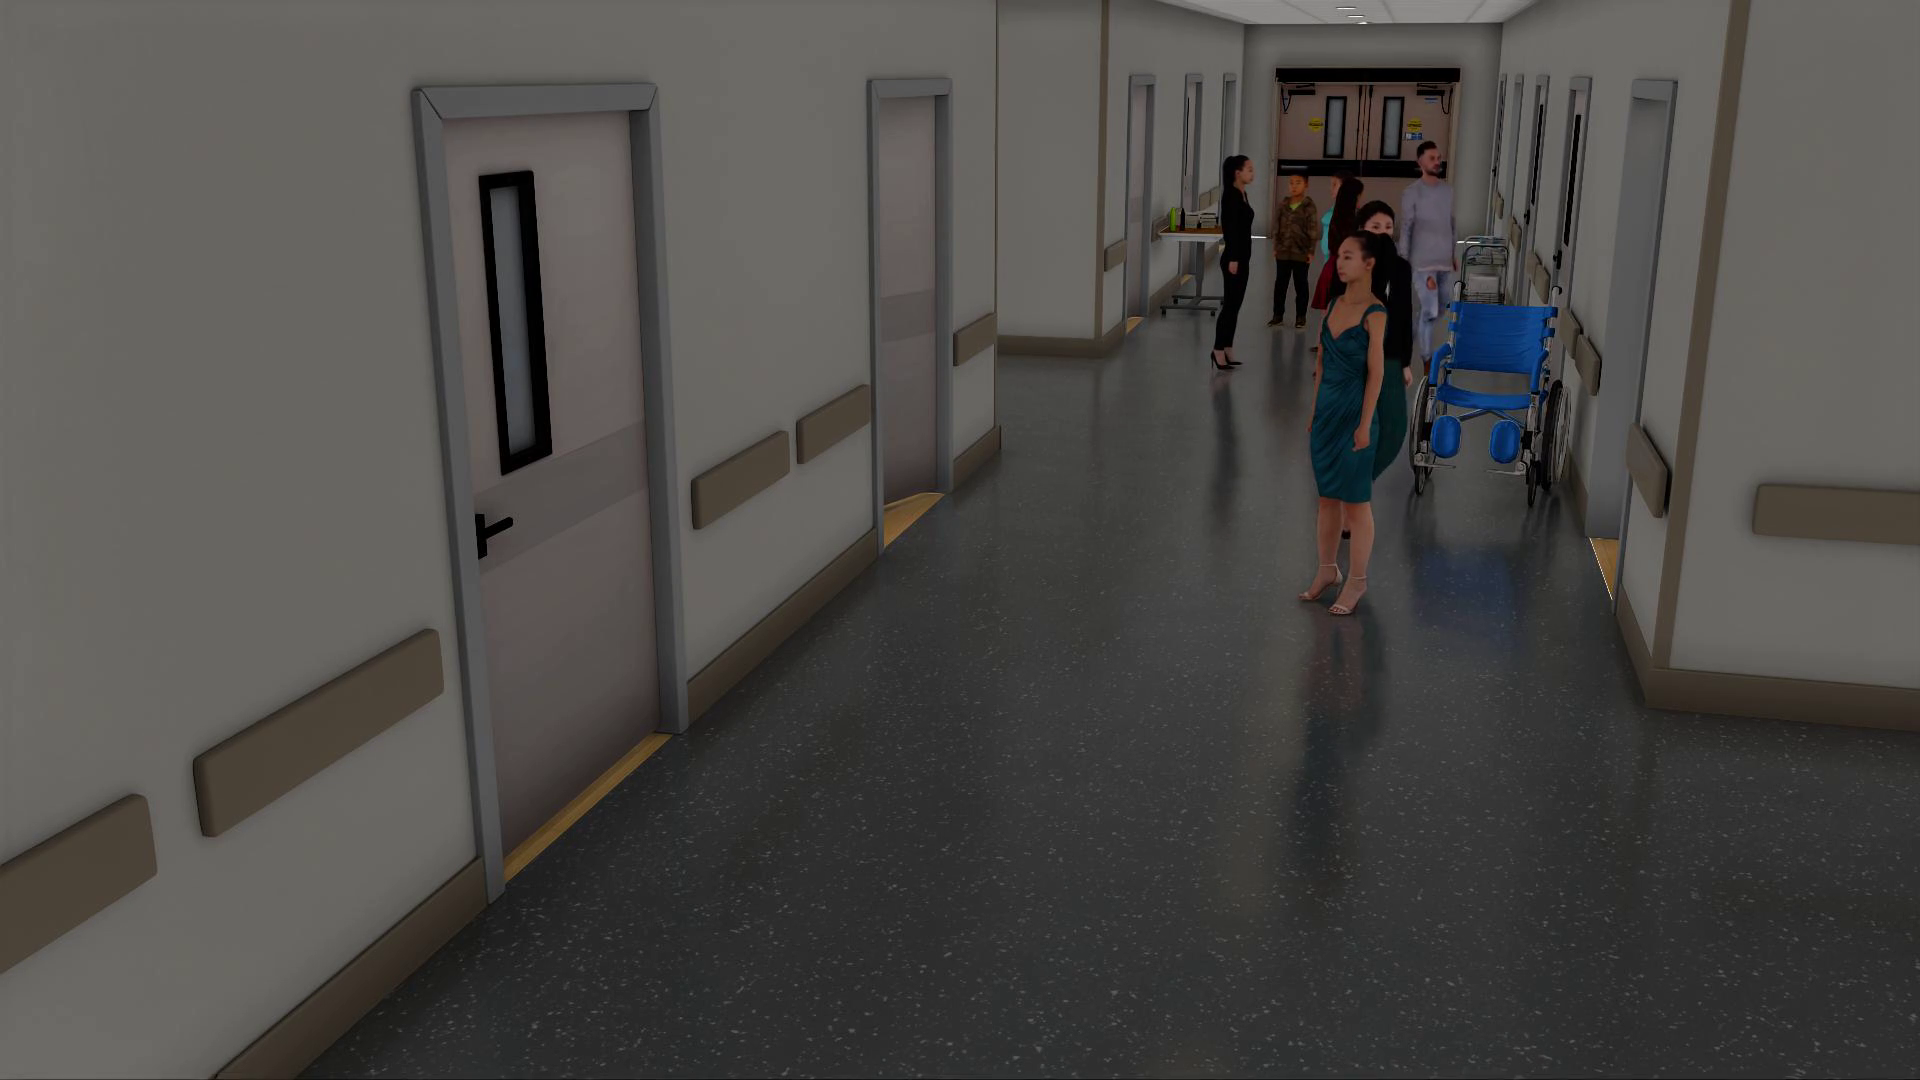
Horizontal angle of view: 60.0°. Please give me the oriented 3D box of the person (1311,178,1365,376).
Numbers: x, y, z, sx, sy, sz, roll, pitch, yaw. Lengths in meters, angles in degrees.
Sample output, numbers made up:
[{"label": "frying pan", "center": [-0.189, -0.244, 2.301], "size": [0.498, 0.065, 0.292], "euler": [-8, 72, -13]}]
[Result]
[{"label": "person", "center": [2.985, -2.049, 13.050], "size": [0.747, 1.546, 0.685], "euler": [-7, 17, -22]}]

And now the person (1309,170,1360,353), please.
[{"label": "person", "center": [3.200, -2.334, 14.037], "size": [0.693, 1.558, 0.599], "euler": [-4, 16, -14]}]

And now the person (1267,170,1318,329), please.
[{"label": "person", "center": [3.150, -2.740, 15.666], "size": [0.620, 1.455, 0.621], "euler": [8, 18, 26]}]

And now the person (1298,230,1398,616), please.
[{"label": "person", "center": [1.705, -0.512, 7.334], "size": [0.678, 1.689, 0.601], "euler": [-7, 17, -24]}]

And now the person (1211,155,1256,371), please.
[{"label": "person", "center": [2.219, -2.229, 13.388], "size": [0.653, 1.708, 0.469], "euler": [6, 17, 20]}]

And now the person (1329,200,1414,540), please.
[{"label": "person", "center": [2.046, -0.859, 8.505], "size": [0.819, 1.720, 0.914], "euler": [-2, 16, -6]}]

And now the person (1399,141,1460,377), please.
[{"label": "person", "center": [3.639, -2.182, 13.017], "size": [1.027, 1.819, 1.090], "euler": [-10, 19, -31]}]
